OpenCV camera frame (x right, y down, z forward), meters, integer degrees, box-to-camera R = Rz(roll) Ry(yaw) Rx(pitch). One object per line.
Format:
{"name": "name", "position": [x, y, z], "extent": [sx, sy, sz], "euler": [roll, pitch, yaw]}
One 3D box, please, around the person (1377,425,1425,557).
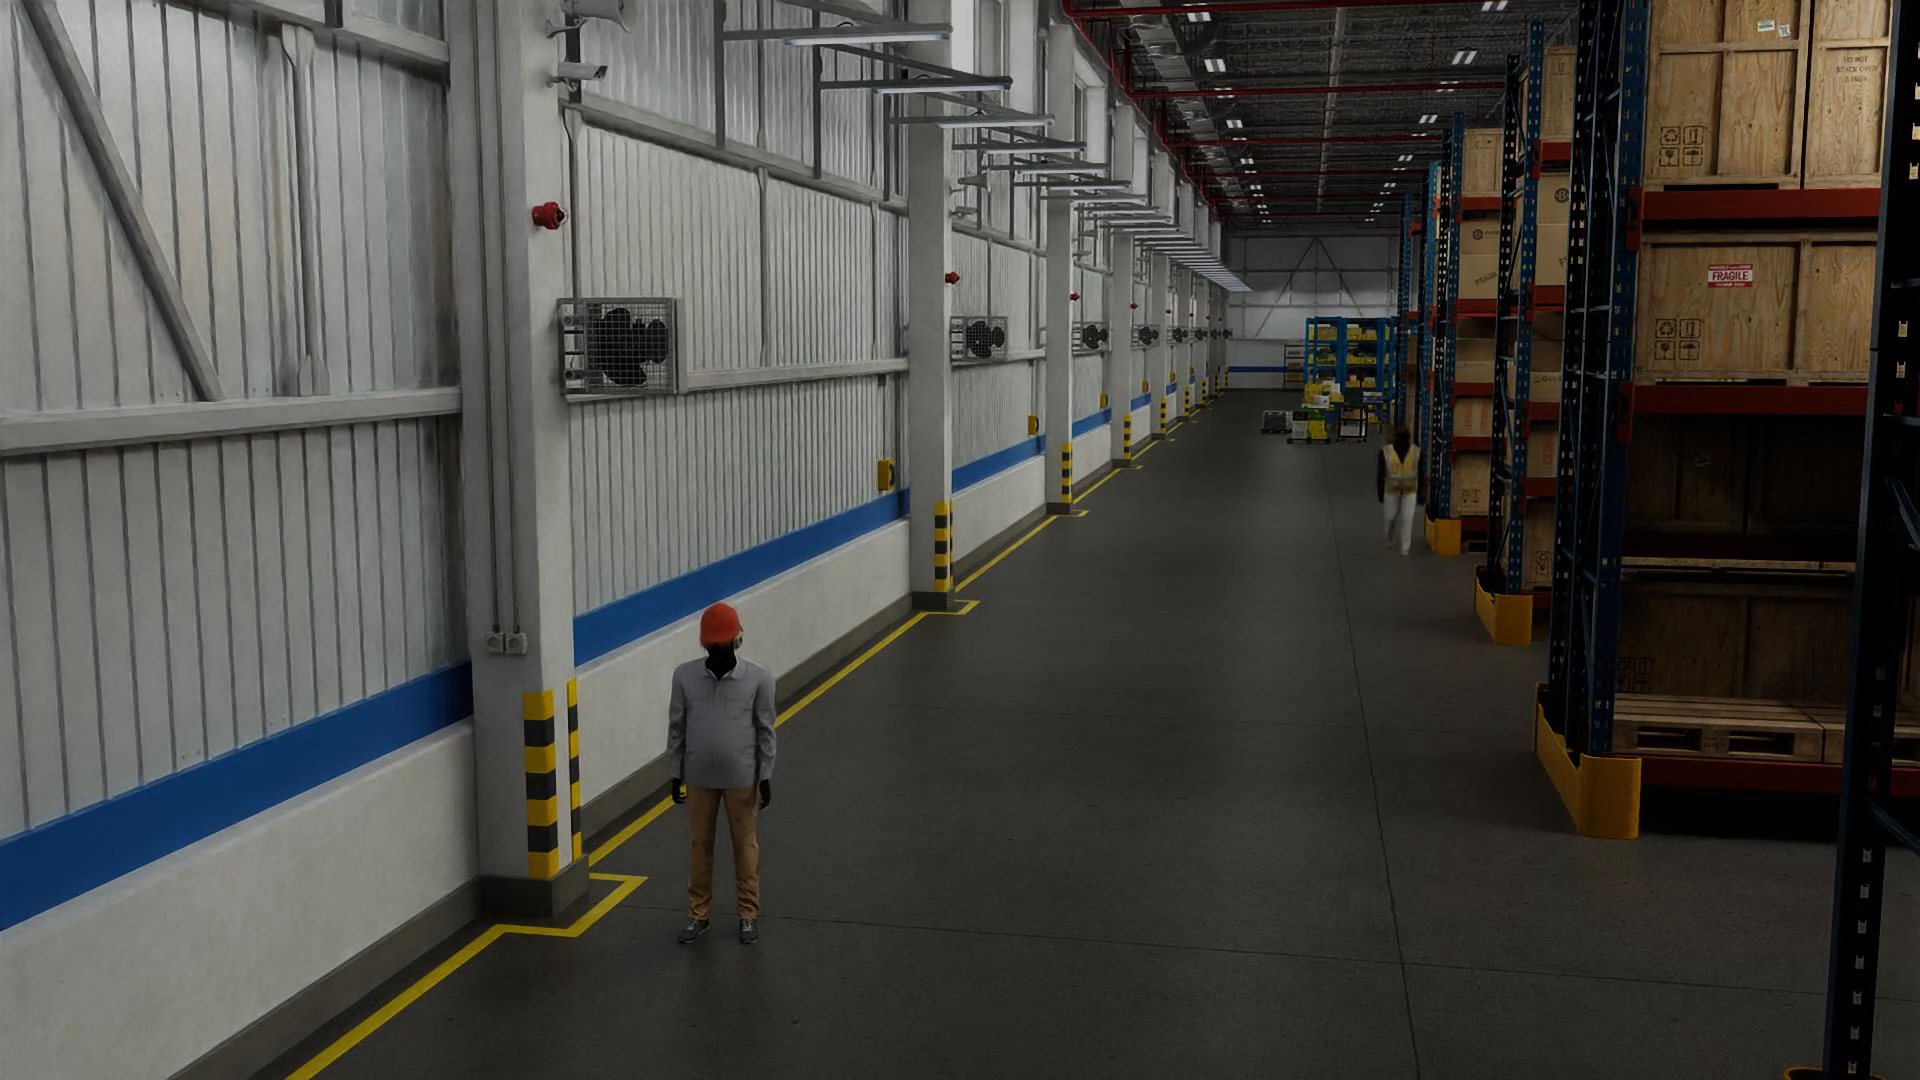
{"name": "person", "position": [6.111, -0.681, 23.052], "extent": [0.632, 1.830, 0.478], "euler": [1, 7, 11]}

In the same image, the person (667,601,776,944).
{"name": "person", "position": [-1.215, 1.175, 8.453], "extent": [0.561, 1.751, 0.326], "euler": [0, 7, 3]}

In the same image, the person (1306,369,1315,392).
{"name": "person", "position": [12.182, -4.995, 57.475], "extent": [0.570, 1.848, 0.384], "euler": [-1, 7, -9]}
